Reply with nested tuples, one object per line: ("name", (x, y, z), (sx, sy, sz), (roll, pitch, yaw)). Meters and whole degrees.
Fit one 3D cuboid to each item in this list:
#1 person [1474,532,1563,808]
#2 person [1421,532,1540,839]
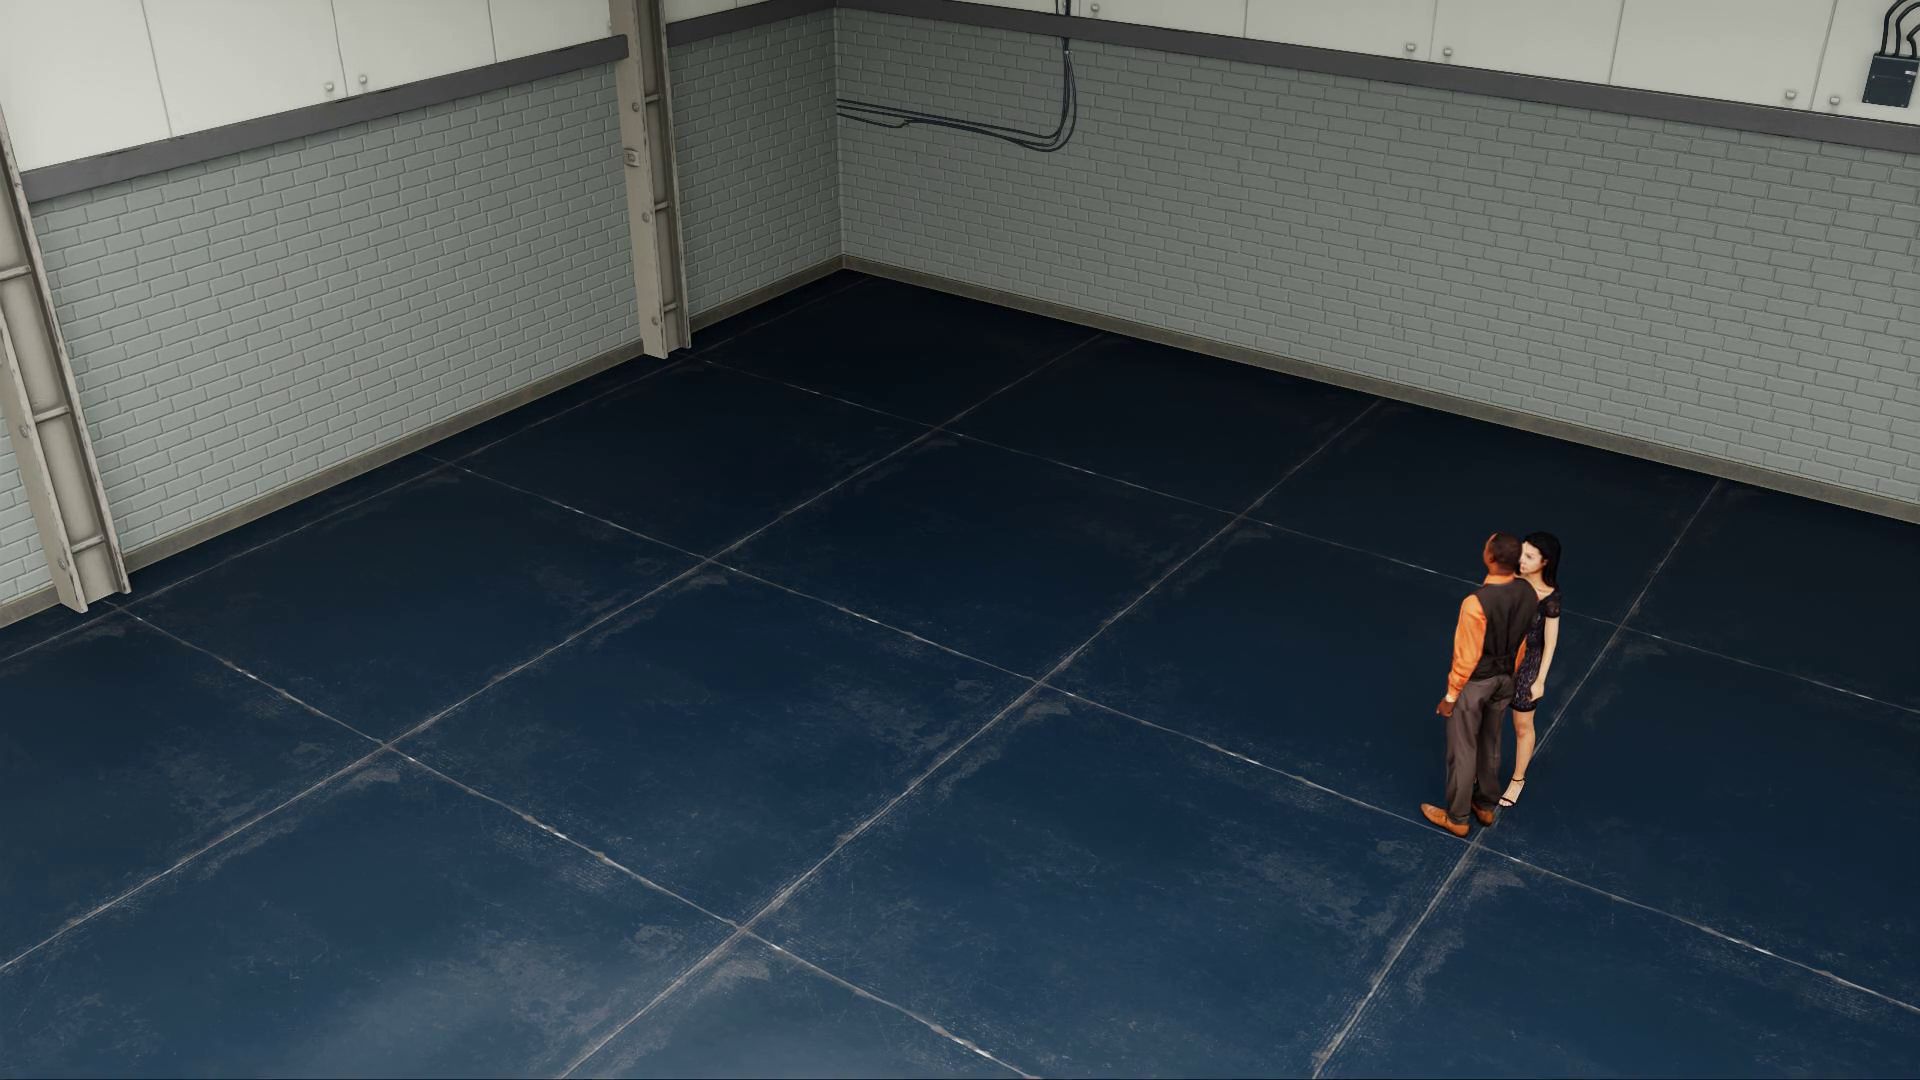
("person", (3.248, 0.750, 9.688), (0.617, 1.791, 0.663), (-18, 33, -30))
("person", (2.967, 0.819, 9.434), (0.721, 1.908, 0.854), (-14, 31, -25))
